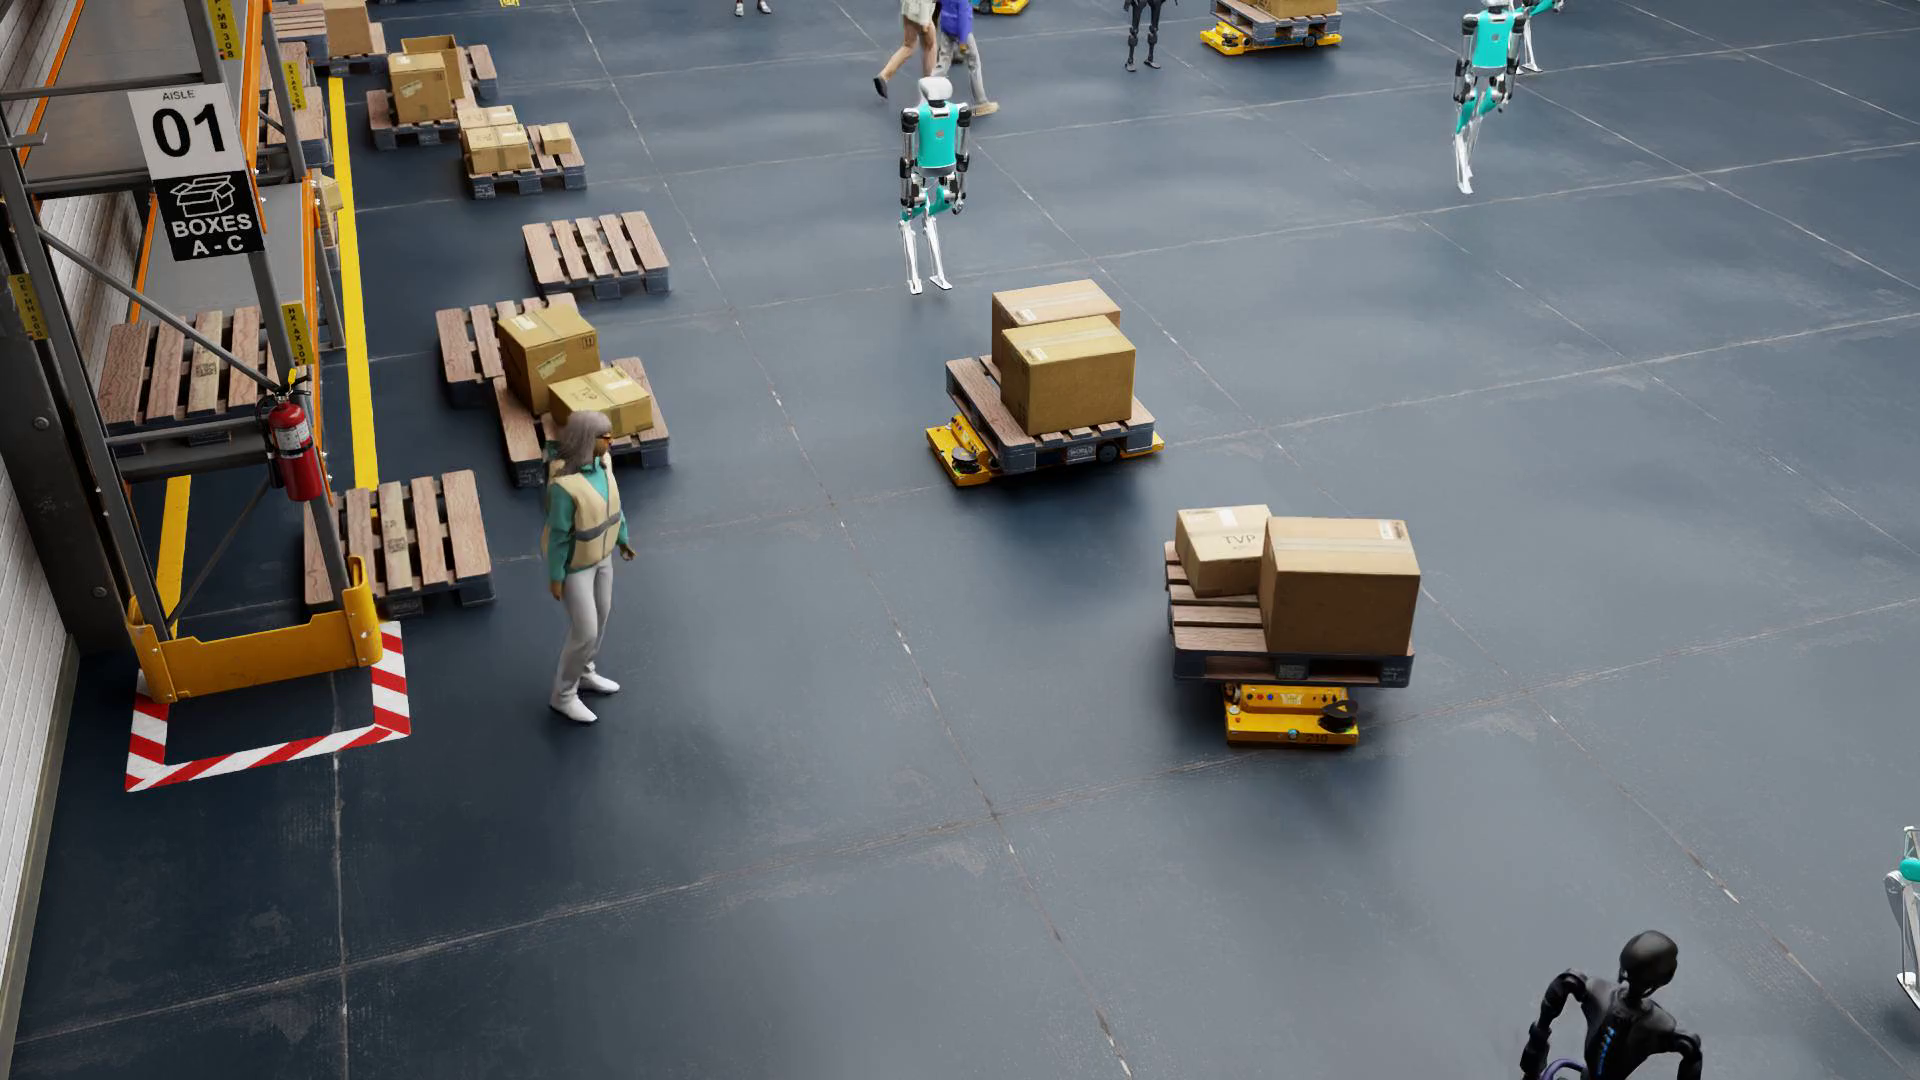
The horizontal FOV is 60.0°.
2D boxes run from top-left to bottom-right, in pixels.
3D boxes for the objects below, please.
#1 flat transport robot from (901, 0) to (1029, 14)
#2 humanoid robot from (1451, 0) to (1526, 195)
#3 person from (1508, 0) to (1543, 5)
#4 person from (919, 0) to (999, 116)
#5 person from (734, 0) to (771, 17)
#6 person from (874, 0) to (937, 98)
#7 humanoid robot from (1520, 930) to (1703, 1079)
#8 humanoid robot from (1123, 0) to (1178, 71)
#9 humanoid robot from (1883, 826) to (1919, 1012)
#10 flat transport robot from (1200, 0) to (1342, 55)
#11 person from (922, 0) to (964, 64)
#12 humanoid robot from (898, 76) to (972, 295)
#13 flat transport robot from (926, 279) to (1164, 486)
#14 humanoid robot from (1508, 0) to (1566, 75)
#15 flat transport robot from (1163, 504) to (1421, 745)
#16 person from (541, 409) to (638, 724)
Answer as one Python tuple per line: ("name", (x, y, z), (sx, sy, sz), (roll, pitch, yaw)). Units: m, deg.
("flat transport robot", (0.078, -6.489, 19.811), (1.431, 0.231, 0.659), (9, 34, 14))
("humanoid robot", (4.547, -4.002, 14.672), (0.551, 1.784, 0.877), (0, 33, 0))
("person", (6.652, -7.124, 19.361), (0.672, 1.826, 0.564), (13, 35, 19))
("person", (-0.049, -4.923, 15.988), (0.960, 1.832, 0.465), (-23, 40, -31))
("person", (-2.450, -7.052, 19.146), (0.553, 1.941, 0.417), (-10, 34, -15))
("person", (-0.493, -5.195, 16.569), (0.729, 1.647, 0.469), (-17, 37, -24))
("humanoid robot", (2.097, 1.957, 5.563), (0.584, 1.637, 0.387), (25, 41, 33))
("humanoid robot", (1.992, -5.769, 17.408), (0.599, 1.654, 0.315), (-11, 35, -16))
("humanoid robot", (4.103, 1.158, 6.621), (0.533, 1.671, 0.735), (-11, 35, -16))
("flat transport robot", (3.463, -5.636, 18.502), (1.431, 0.231, 0.659), (-11, 35, -16))
("person", (-0.144, -5.997, 17.548), (0.600, 1.912, 0.557), (3, 33, 4))
("humanoid robot", (-0.254, -2.709, 12.552), (0.533, 1.671, 0.735), (-11, 35, -16))
("flat transport robot", (0.555, -0.695, 10.925), (1.431, 0.231, 0.659), (-11, 35, -16))
("humanoid robot", (5.915, -5.672, 17.091), (0.533, 1.677, 0.735), (-11, 35, -16))
("flat transport robot", (1.717, 0.576, 8.975), (0.659, 0.231, 1.431), (2, 33, 2))
("person", (-1.896, 0.107, 8.391), (0.418, 1.677, 0.537), (12, 35, 18))
